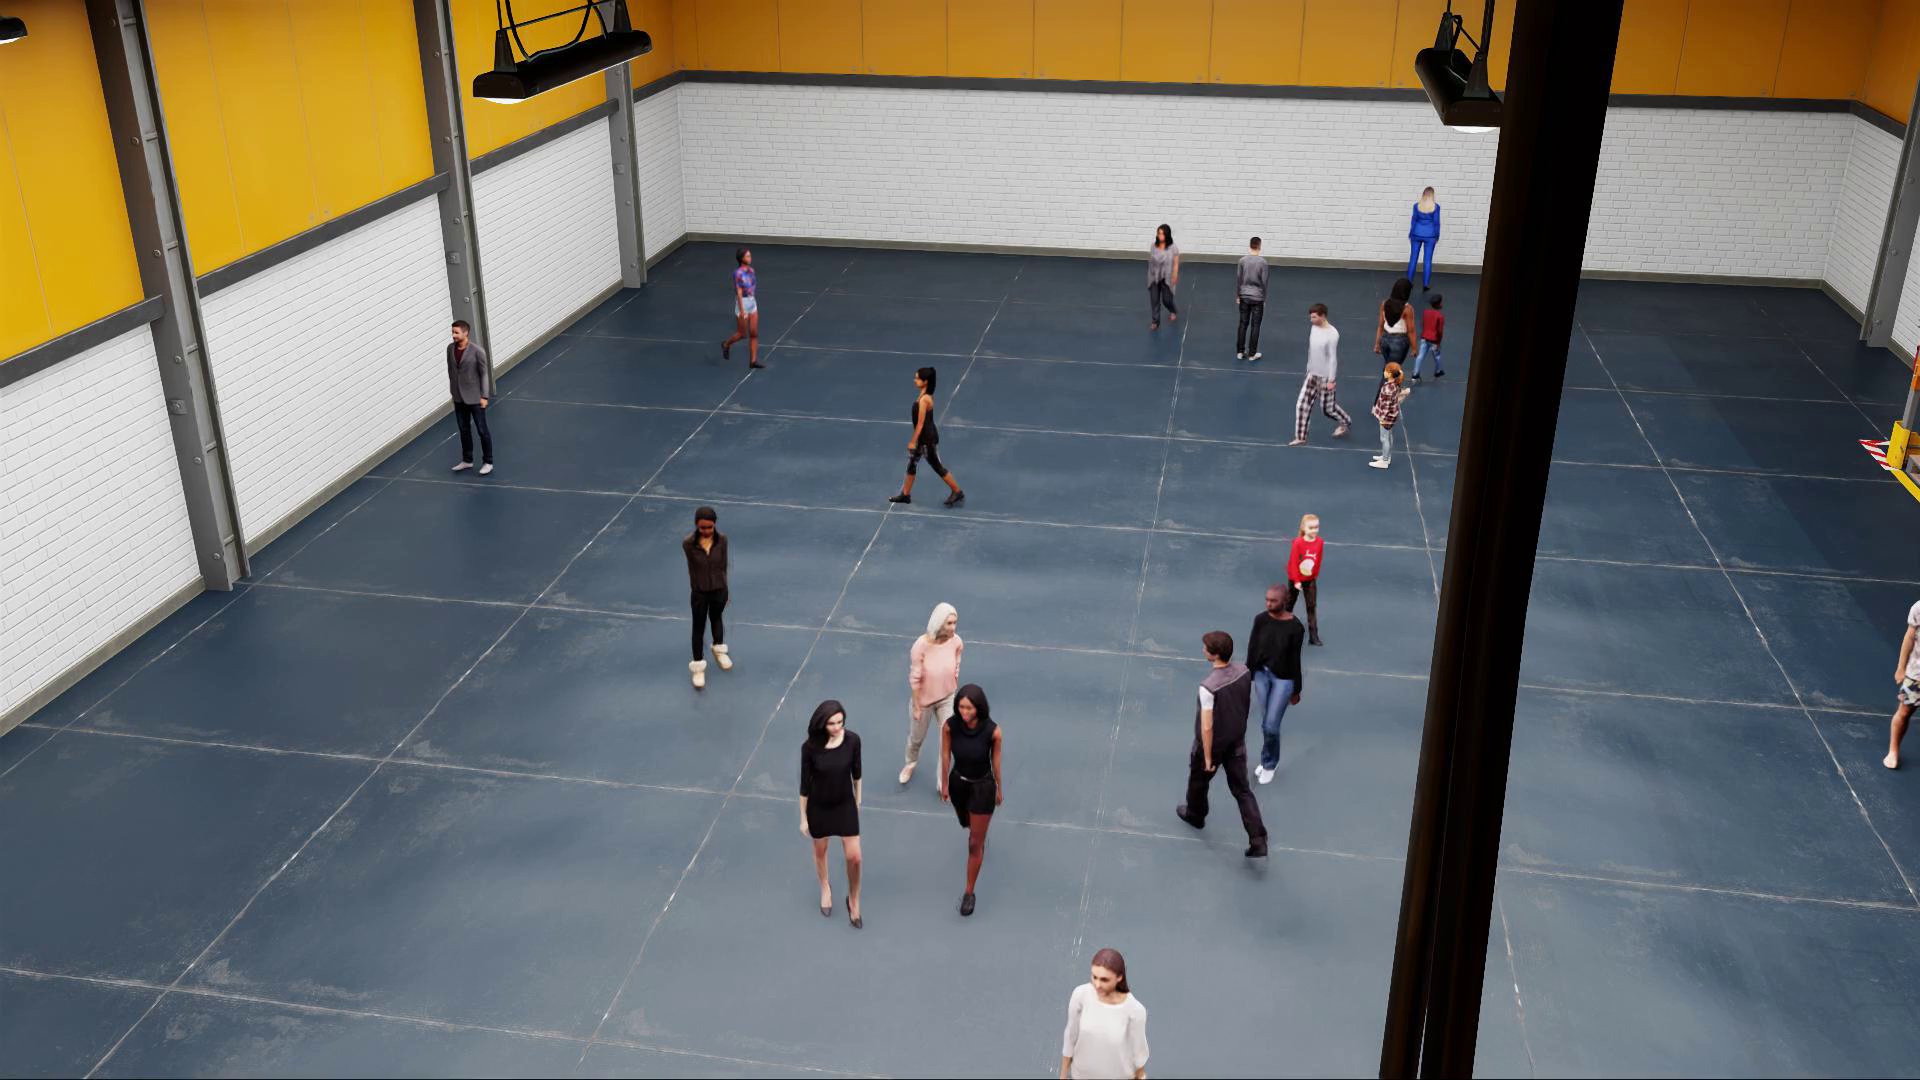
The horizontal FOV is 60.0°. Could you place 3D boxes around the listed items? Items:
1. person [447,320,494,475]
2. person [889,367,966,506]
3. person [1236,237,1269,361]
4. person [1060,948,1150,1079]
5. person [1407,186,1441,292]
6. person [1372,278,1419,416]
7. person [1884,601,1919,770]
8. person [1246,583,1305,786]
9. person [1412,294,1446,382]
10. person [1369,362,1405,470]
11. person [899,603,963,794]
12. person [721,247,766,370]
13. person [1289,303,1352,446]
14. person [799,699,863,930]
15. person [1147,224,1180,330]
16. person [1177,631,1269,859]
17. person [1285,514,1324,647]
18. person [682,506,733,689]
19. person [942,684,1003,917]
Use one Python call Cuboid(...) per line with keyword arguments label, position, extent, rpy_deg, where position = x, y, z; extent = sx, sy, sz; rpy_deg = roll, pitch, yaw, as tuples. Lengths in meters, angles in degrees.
Cuboid(label="person", position=(-5.818, -1.707, 19.694), extent=(0.717, 1.874, 0.649), rpy_deg=(8, 25, 17))
Cuboid(label="person", position=(-0.296, -1.133, 18.691), extent=(0.860, 1.625, 1.098), rpy_deg=(-2, 24, -5))
Cuboid(label="person", position=(4.186, -3.469, 23.869), extent=(0.685, 1.758, 0.661), rpy_deg=(13, 27, 28))
Cuboid(label="person", position=(0.823, 2.949, 9.301), extent=(0.772, 1.668, 0.987), rpy_deg=(10, 26, 22))
Cuboid(label="person", position=(7.627, -4.967, 27.372), extent=(0.691, 1.699, 0.645), rpy_deg=(12, 26, 25))
Cuboid(label="person", position=(5.569, -2.480, 21.590), extent=(1.160, 1.773, 1.103), rpy_deg=(-16, 28, -32))
Cuboid(label="person", position=(7.907, 1.030, 13.511), extent=(0.709, 1.811, 0.629), rpy_deg=(9, 25, 19))
Cuboid(label="person", position=(2.579, 1.112, 13.420), extent=(0.740, 1.735, 0.787), rpy_deg=(19, 30, 36))
Cuboid(label="person", position=(6.445, -2.756, 22.903), extent=(0.793, 1.226, 0.929), rpy_deg=(22, 32, 40))
Cuboid(label="person", position=(5.141, -1.507, 19.946), extent=(0.653, 1.305, 0.549), rpy_deg=(13, 27, 26))
Cuboid(label="person", position=(-0.246, 1.242, 13.171), extent=(0.882, 1.695, 0.981), rpy_deg=(-9, 25, -21))
Cuboid(label="person", position=(-3.085, -3.256, 23.425), extent=(0.865, 1.725, 0.954), rpy_deg=(13, 27, 28))
Cuboid(label="person", position=(4.544, -2.039, 20.553), extent=(1.199, 1.794, 1.175), rpy_deg=(-13, 27, -27))
Cuboid(label="person", position=(-0.922, 1.858, 11.649), extent=(0.738, 1.786, 0.785), rpy_deg=(-5, 24, -10))
Cuboid(label="person", position=(3.109, -4.025, 25.349), extent=(0.774, 1.592, 0.913), rpy_deg=(12, 27, 26))
Cuboid(label="person", position=(2.014, 1.545, 12.336), extent=(1.162, 1.809, 1.294), rpy_deg=(-11, 26, -24))
Cuboid(label="person", position=(3.222, 0.348, 15.776), extent=(0.710, 1.247, 0.969), rpy_deg=(-5, 24, -11))
Cuboid(label="person", position=(-2.228, 0.503, 14.910), extent=(0.751, 1.657, 0.857), rpy_deg=(-3, 24, -7))
Cuboid(label="person", position=(0.109, 1.766, 11.957), extent=(0.644, 1.708, 1.172), rpy_deg=(6, 24, 14))
